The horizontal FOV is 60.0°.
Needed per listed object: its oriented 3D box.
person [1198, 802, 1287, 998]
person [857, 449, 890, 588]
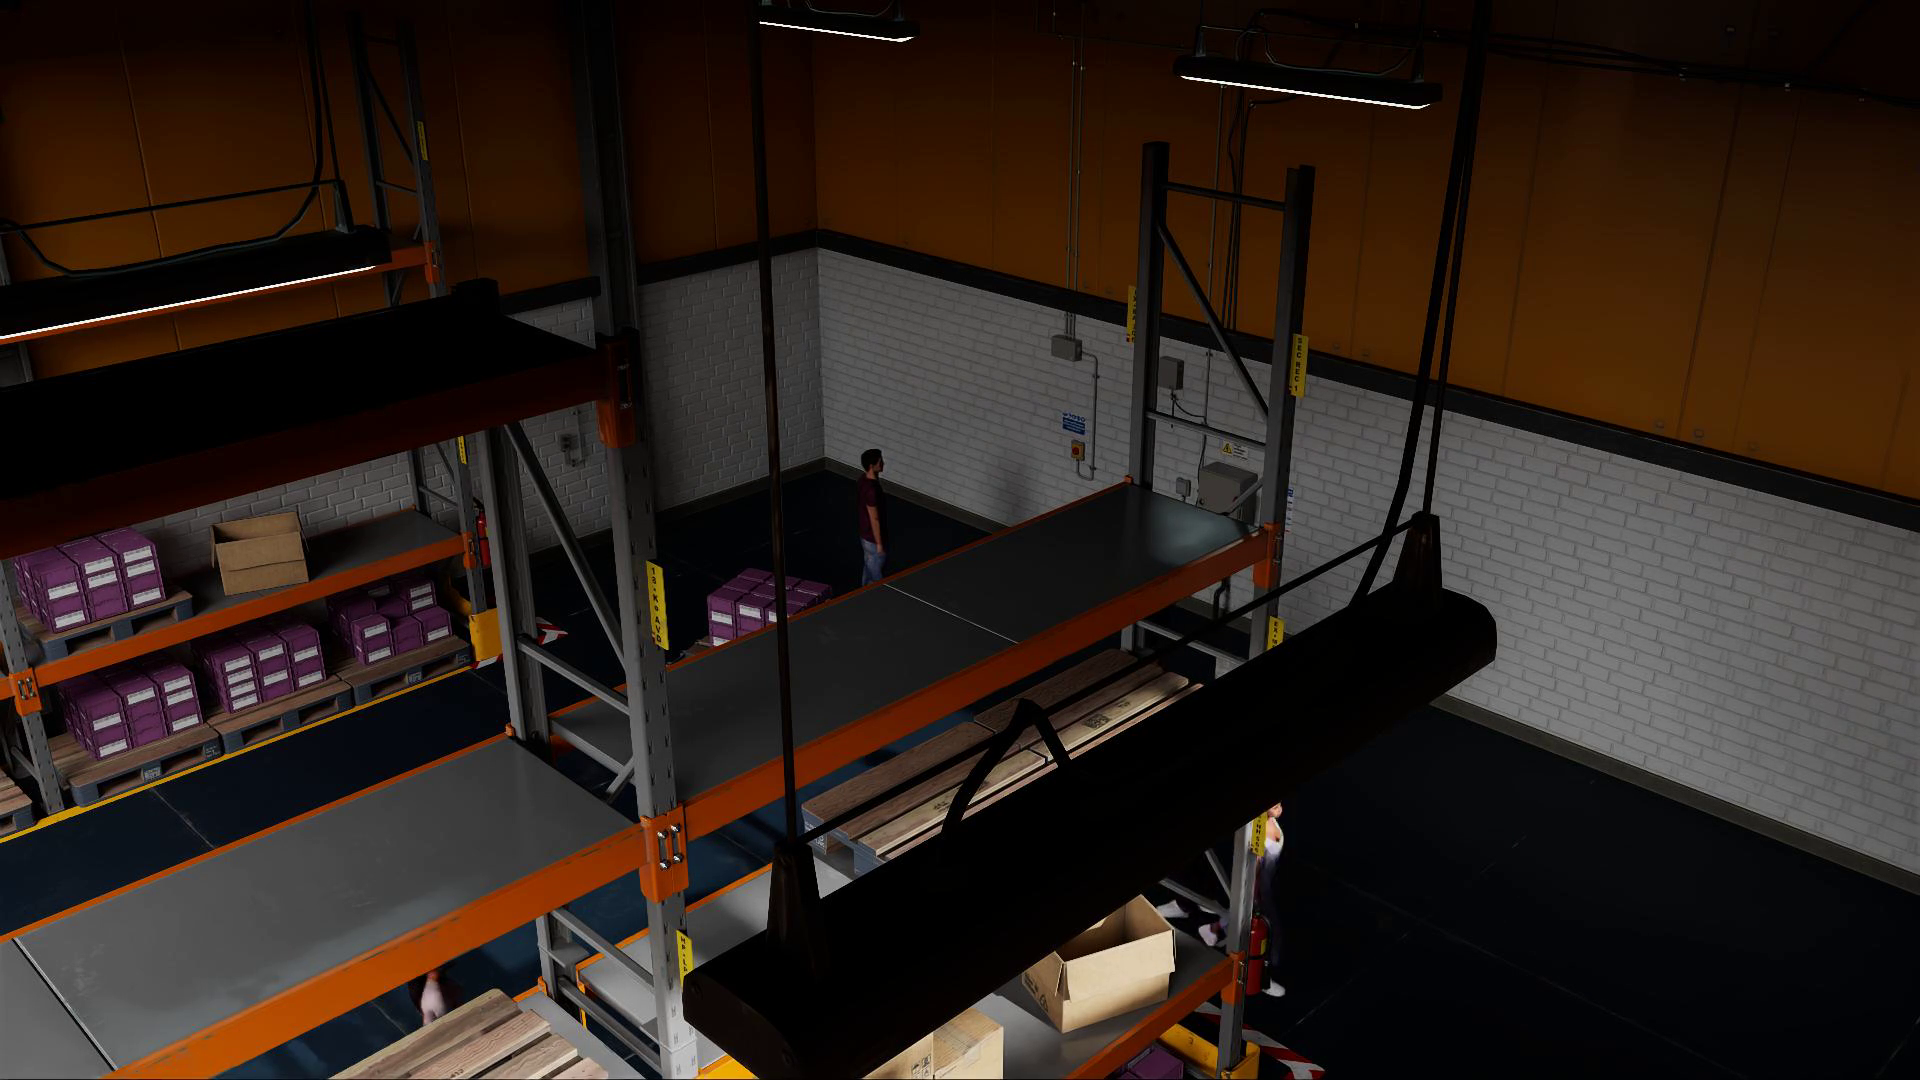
[{"bbox_3d":[1.983,2.360,11.445,0.845,1.684,0.939,8,25,17],"label":"person"},{"bbox_3d":[-0.870,-0.049,16.743,0.741,1.855,0.744,-6,24,-14],"label":"person"}]
